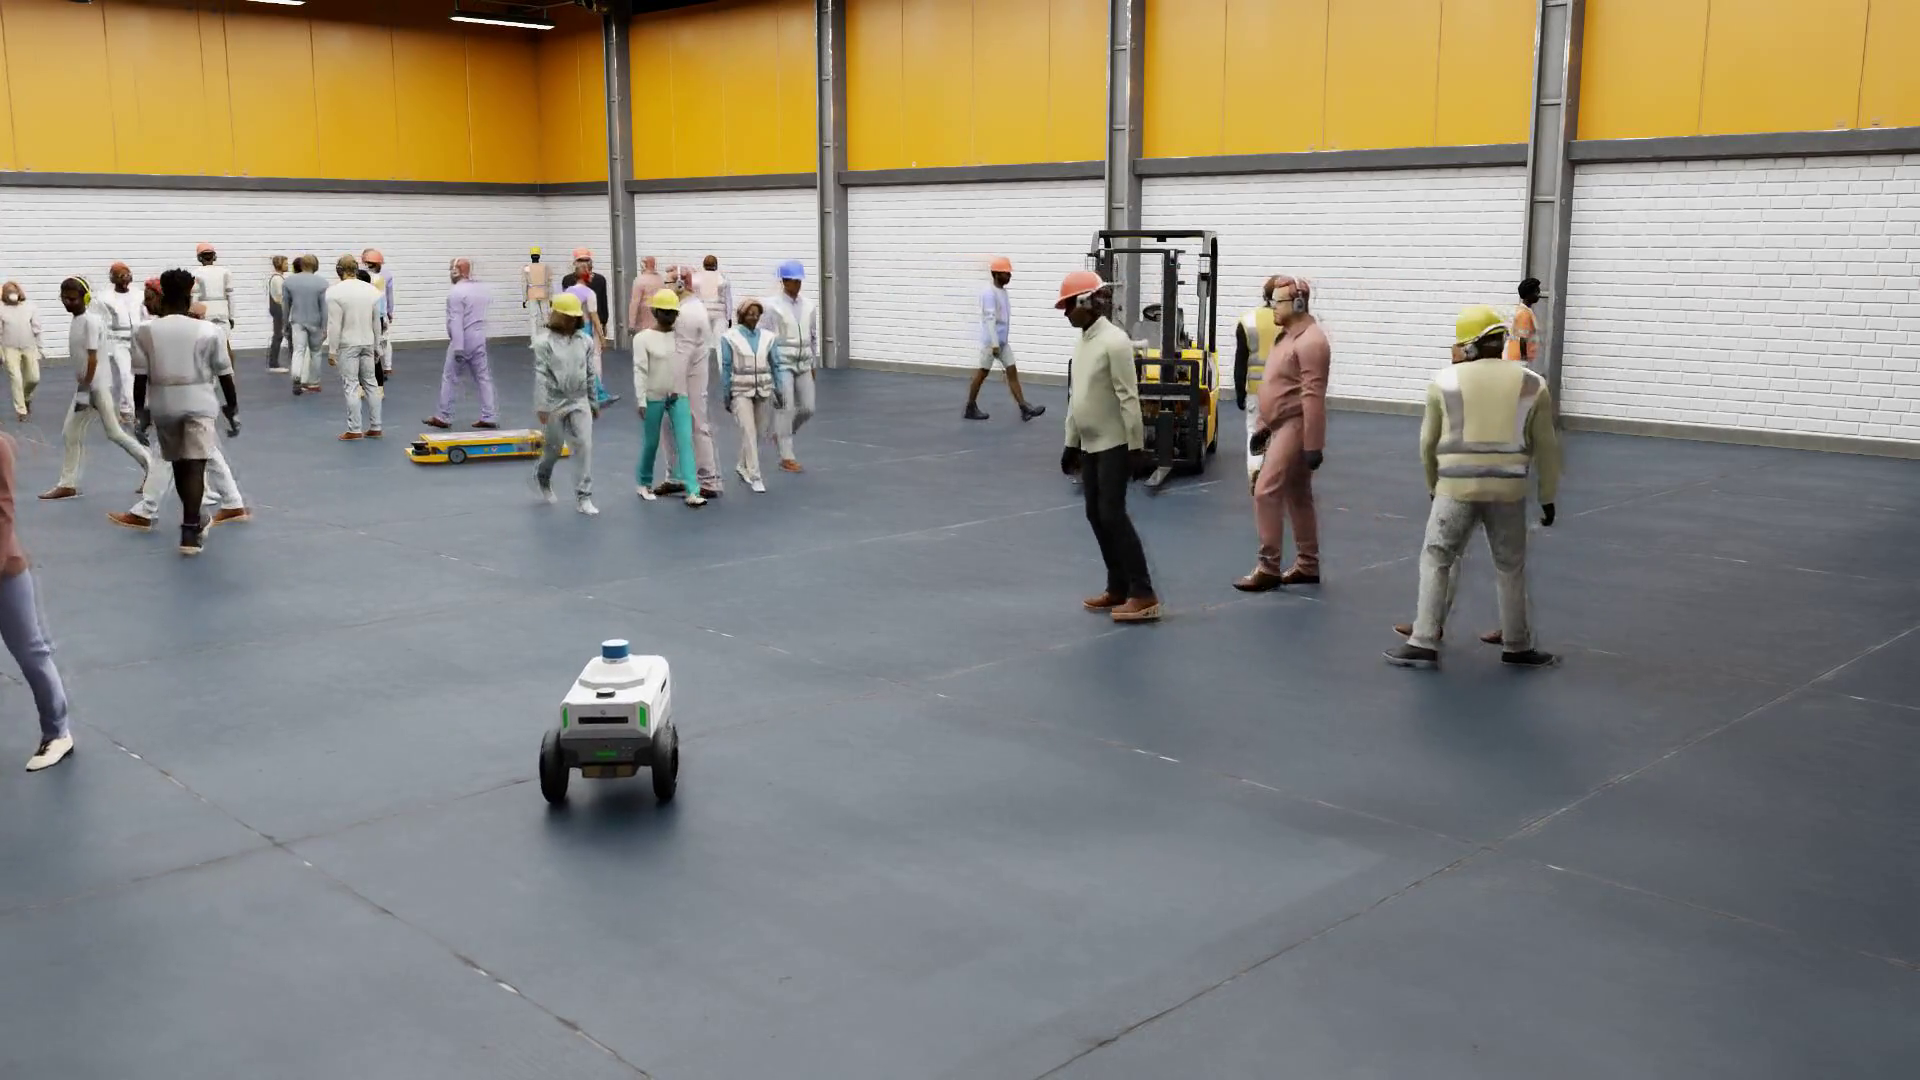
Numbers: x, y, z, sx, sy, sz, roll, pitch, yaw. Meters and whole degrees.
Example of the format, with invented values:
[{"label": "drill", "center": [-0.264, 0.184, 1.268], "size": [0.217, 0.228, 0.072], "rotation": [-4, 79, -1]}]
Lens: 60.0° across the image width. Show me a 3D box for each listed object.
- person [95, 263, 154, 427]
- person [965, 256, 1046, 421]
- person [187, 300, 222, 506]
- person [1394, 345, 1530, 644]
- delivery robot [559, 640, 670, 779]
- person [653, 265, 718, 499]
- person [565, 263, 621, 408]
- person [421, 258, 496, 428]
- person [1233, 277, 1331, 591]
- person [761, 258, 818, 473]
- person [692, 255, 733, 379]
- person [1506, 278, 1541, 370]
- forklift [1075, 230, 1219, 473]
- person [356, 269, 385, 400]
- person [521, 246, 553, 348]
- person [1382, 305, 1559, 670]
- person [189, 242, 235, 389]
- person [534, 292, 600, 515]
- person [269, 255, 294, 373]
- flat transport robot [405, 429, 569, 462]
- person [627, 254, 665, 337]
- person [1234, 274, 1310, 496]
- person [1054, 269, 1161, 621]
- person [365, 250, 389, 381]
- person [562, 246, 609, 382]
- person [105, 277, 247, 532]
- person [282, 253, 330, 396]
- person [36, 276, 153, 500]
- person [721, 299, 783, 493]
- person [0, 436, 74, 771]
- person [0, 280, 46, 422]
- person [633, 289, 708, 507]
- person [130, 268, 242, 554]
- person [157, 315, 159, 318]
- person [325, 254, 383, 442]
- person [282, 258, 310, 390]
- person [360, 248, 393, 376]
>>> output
[{"label": "person", "center": [-9.327, -2.174, 18.610], "size": [1.026, 1.832, 0.578], "rotation": [8, 13, 39]}, {"label": "person", "center": [0.478, -2.303, 19.112], "size": [1.011, 1.882, 0.567], "rotation": [5, 12, 25]}, {"label": "person", "center": [-6.072, -1.091, 13.219], "size": [0.362, 1.629, 0.529], "rotation": [-6, 12, -29]}, {"label": "person", "center": [2.645, -0.246, 8.679], "size": [0.779, 1.594, 0.502], "rotation": [5, 11, 24]}, {"label": "delivery robot", "center": [-1.339, 0.632, 6.494], "size": [0.477, 0.478, 0.707], "rotation": [-1, 10, -3]}, {"label": "person", "center": [-2.300, -1.260, 13.403], "size": [0.718, 1.885, 0.659], "rotation": [-1, 10, -7]}, {"label": "person", "center": [-4.550, -2.464, 20.258], "size": [0.977, 1.788, 0.594], "rotation": [-9, 14, -42]}, {"label": "person", "center": [-5.571, -2.163, 18.401], "size": [0.897, 1.870, 0.670], "rotation": [3, 11, 15]}, {"label": "person", "center": [1.899, -0.634, 10.050], "size": [0.726, 1.885, 0.648], "rotation": [0, 10, 0]}, {"label": "person", "center": [-1.575, -1.583, 15.094], "size": [0.615, 1.933, 0.570], "rotation": [-9, 13, -39]}, {"label": "person", "center": [-3.682, -3.297, 24.664], "size": [0.630, 1.842, 0.429], "rotation": [0, 10, -1]}, {"label": "person", "center": [5.929, -1.912, 17.537], "size": [0.321, 1.690, 0.527], "rotation": [3, 11, 17]}, {"label": "forklift", "center": [1.804, -1.825, 15.677], "size": [1.214, 2.155, 2.313], "rotation": [2, 11, 13]}, {"label": "person", "center": [-7.683, -2.645, 21.503], "size": [0.541, 1.695, 0.316], "rotation": [3, 11, 16]}, {"label": "person", "center": [-7.990, -4.582, 31.443], "size": [0.585, 1.927, 0.366], "rotation": [-5, 12, -26]}, {"label": "person", "center": [2.578, -0.244, 8.185], "size": [0.856, 1.794, 0.434], "rotation": [1, 10, 7]}, {"label": "person", "center": [-10.437, -3.124, 23.202], "size": [0.390, 2.034, 0.605], "rotation": [10, 14, 44]}, {"label": "person", "center": [-3.075, -1.067, 12.886], "size": [0.525, 1.707, 0.745], "rotation": [-7, 13, -35]}, {"label": "person", "center": [-10.400, -3.495, 25.787], "size": [0.793, 1.818, 0.549], "rotation": [-5, 11, -24]}, {"label": "flat transport robot", "center": [-4.540, -0.912, 15.947], "size": [1.431, 0.197, 0.652], "rotation": [-5, 11, -24]}, {"label": "person", "center": [-4.118, -2.902, 22.428], "size": [0.805, 1.872, 0.695], "rotation": [7, 12, 32]}, {"label": "person", "center": [2.512, -1.203, 13.299], "size": [0.631, 1.826, 0.604], "rotation": [2, 11, 12]}, {"label": "person", "center": [0.790, -0.539, 9.343], "size": [0.481, 1.944, 0.677], "rotation": [-4, 11, -21]}, {"label": "person", "center": [-8.522, -3.229, 24.103], "size": [0.584, 1.914, 0.564], "rotation": [5, 11, 24]}, {"label": "person", "center": [-4.925, -2.862, 21.888], "size": [0.635, 1.992, 0.401], "rotation": [-5, 12, -27]}, {"label": "person", "center": [-5.723, -0.985, 12.085], "size": [0.968, 1.831, 0.586], "rotation": [-6, 12, -29]}, {"label": "person", "center": [-8.680, -2.851, 22.078], "size": [0.657, 1.903, 0.883], "rotation": [-1, 10, -7]}, {"label": "person", "center": [-7.025, -1.246, 13.566], "size": [0.506, 1.824, 0.929], "rotation": [9, 14, 41]}, {"label": "person", "center": [-1.770, -1.237, 14.081], "size": [0.524, 1.608, 0.763], "rotation": [-7, 12, -32]}, {"label": "person", "center": [-3.803, 0.133, 6.337], "size": [0.528, 1.706, 0.950], "rotation": [2, 11, 9]}, {"label": "person", "center": [-10.840, -2.177, 19.146], "size": [0.508, 1.620, 0.536], "rotation": [-9, 14, -40]}, {"label": "person", "center": [-2.325, -1.124, 13.172], "size": [0.536, 1.714, 0.924], "rotation": [-5, 12, -27]}, {"label": "person", "center": [-5.268, -0.888, 11.354], "size": [0.632, 1.909, 1.012], "rotation": [-2, 11, -11]}, {"label": "person", "center": [-9.430, -2.332, 20.030], "size": [0.518, 1.607, 0.737], "rotation": [-10, 14, -43]}, {"label": "person", "center": [-6.280, -1.987, 17.261], "size": [0.354, 1.936, 0.635], "rotation": [7, 12, 33]}, {"label": "person", "center": [-9.140, -3.022, 23.251], "size": [0.522, 1.809, 1.002], "rotation": [0, 10, 0]}, {"label": "person", "center": [-8.848, -3.425, 25.099], "size": [0.355, 1.938, 0.636], "rotation": [9, 14, 41]}]
